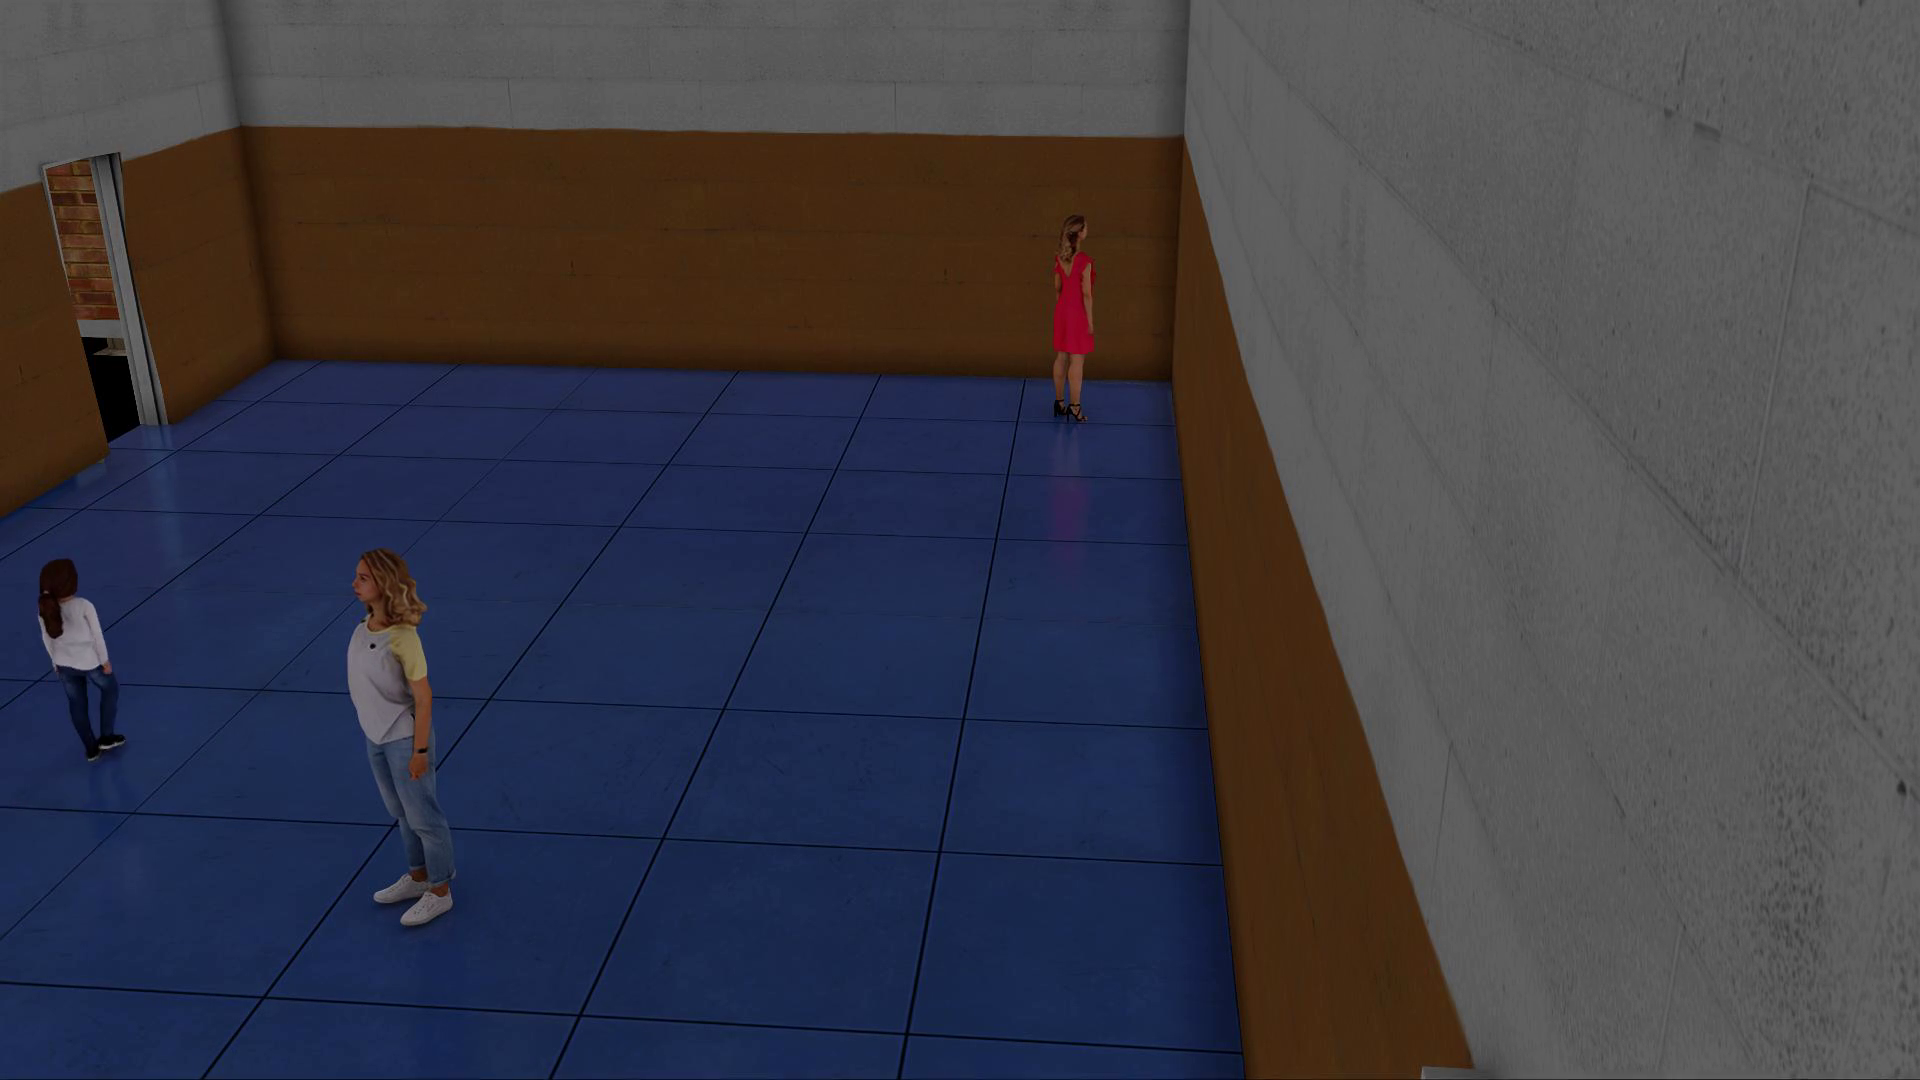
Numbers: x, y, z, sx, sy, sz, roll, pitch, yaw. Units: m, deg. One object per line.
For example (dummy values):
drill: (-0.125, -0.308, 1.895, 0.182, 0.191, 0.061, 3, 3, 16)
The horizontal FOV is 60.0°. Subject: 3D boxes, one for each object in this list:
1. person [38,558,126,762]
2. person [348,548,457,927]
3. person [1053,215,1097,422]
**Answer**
person: (-4.519, 0.626, 8.498, 0.470, 1.107, 0.556, -2, 22, -6)
person: (-2.391, 0.836, 7.128, 0.770, 1.723, 0.694, -20, 29, -41)
person: (0.929, -1.848, 13.822, 0.714, 1.729, 0.662, -15, 27, -34)
